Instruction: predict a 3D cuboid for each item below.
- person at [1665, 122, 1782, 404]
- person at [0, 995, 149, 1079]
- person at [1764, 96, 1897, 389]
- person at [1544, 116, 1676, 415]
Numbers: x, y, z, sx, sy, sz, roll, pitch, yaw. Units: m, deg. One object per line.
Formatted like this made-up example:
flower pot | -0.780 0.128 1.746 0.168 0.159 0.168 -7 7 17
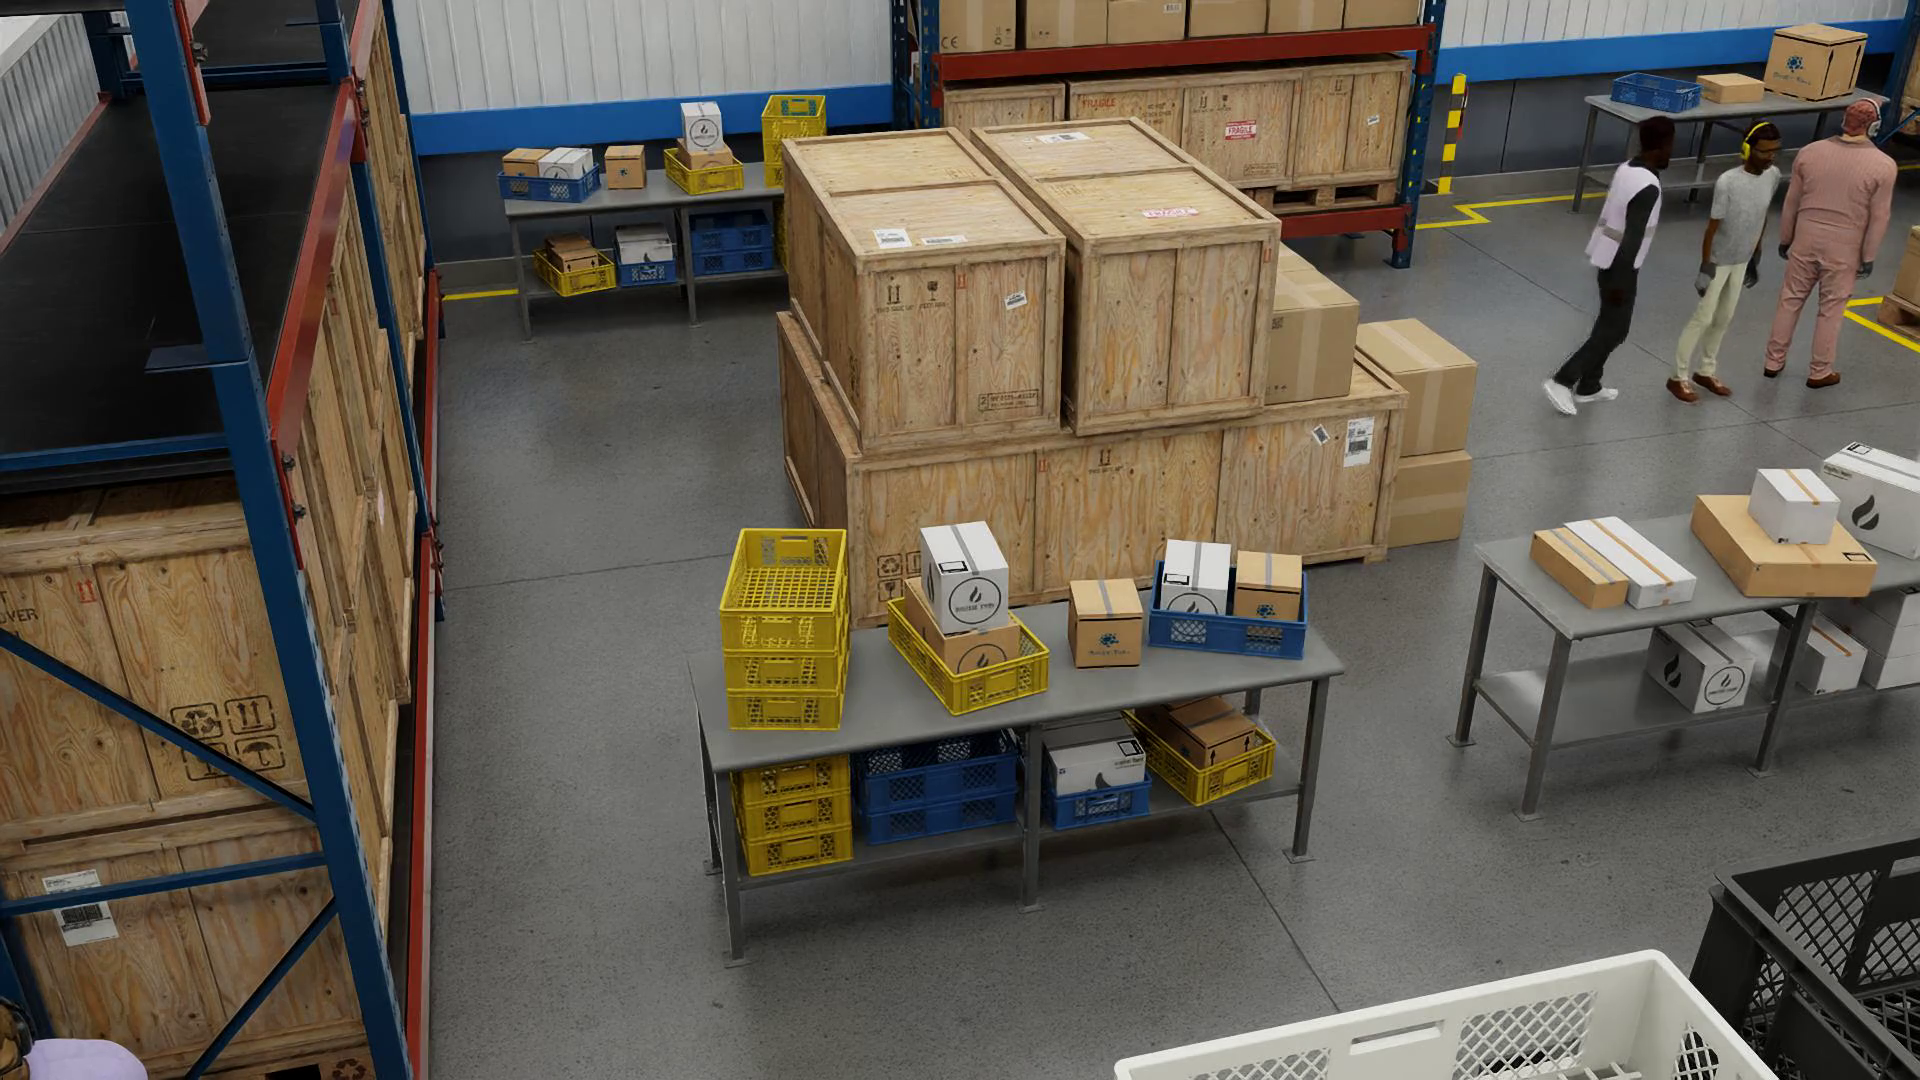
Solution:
person | 4.948 -1.777 10.694 0.512 1.856 0.373 -11 31 -19
person | -2.199 1.823 4.075 0.625 1.933 0.374 -18 34 -30
person | 5.725 -1.952 10.948 0.399 1.908 0.643 -24 37 -37
person | 4.142 -1.756 10.620 0.559 1.883 0.641 4 29 7
